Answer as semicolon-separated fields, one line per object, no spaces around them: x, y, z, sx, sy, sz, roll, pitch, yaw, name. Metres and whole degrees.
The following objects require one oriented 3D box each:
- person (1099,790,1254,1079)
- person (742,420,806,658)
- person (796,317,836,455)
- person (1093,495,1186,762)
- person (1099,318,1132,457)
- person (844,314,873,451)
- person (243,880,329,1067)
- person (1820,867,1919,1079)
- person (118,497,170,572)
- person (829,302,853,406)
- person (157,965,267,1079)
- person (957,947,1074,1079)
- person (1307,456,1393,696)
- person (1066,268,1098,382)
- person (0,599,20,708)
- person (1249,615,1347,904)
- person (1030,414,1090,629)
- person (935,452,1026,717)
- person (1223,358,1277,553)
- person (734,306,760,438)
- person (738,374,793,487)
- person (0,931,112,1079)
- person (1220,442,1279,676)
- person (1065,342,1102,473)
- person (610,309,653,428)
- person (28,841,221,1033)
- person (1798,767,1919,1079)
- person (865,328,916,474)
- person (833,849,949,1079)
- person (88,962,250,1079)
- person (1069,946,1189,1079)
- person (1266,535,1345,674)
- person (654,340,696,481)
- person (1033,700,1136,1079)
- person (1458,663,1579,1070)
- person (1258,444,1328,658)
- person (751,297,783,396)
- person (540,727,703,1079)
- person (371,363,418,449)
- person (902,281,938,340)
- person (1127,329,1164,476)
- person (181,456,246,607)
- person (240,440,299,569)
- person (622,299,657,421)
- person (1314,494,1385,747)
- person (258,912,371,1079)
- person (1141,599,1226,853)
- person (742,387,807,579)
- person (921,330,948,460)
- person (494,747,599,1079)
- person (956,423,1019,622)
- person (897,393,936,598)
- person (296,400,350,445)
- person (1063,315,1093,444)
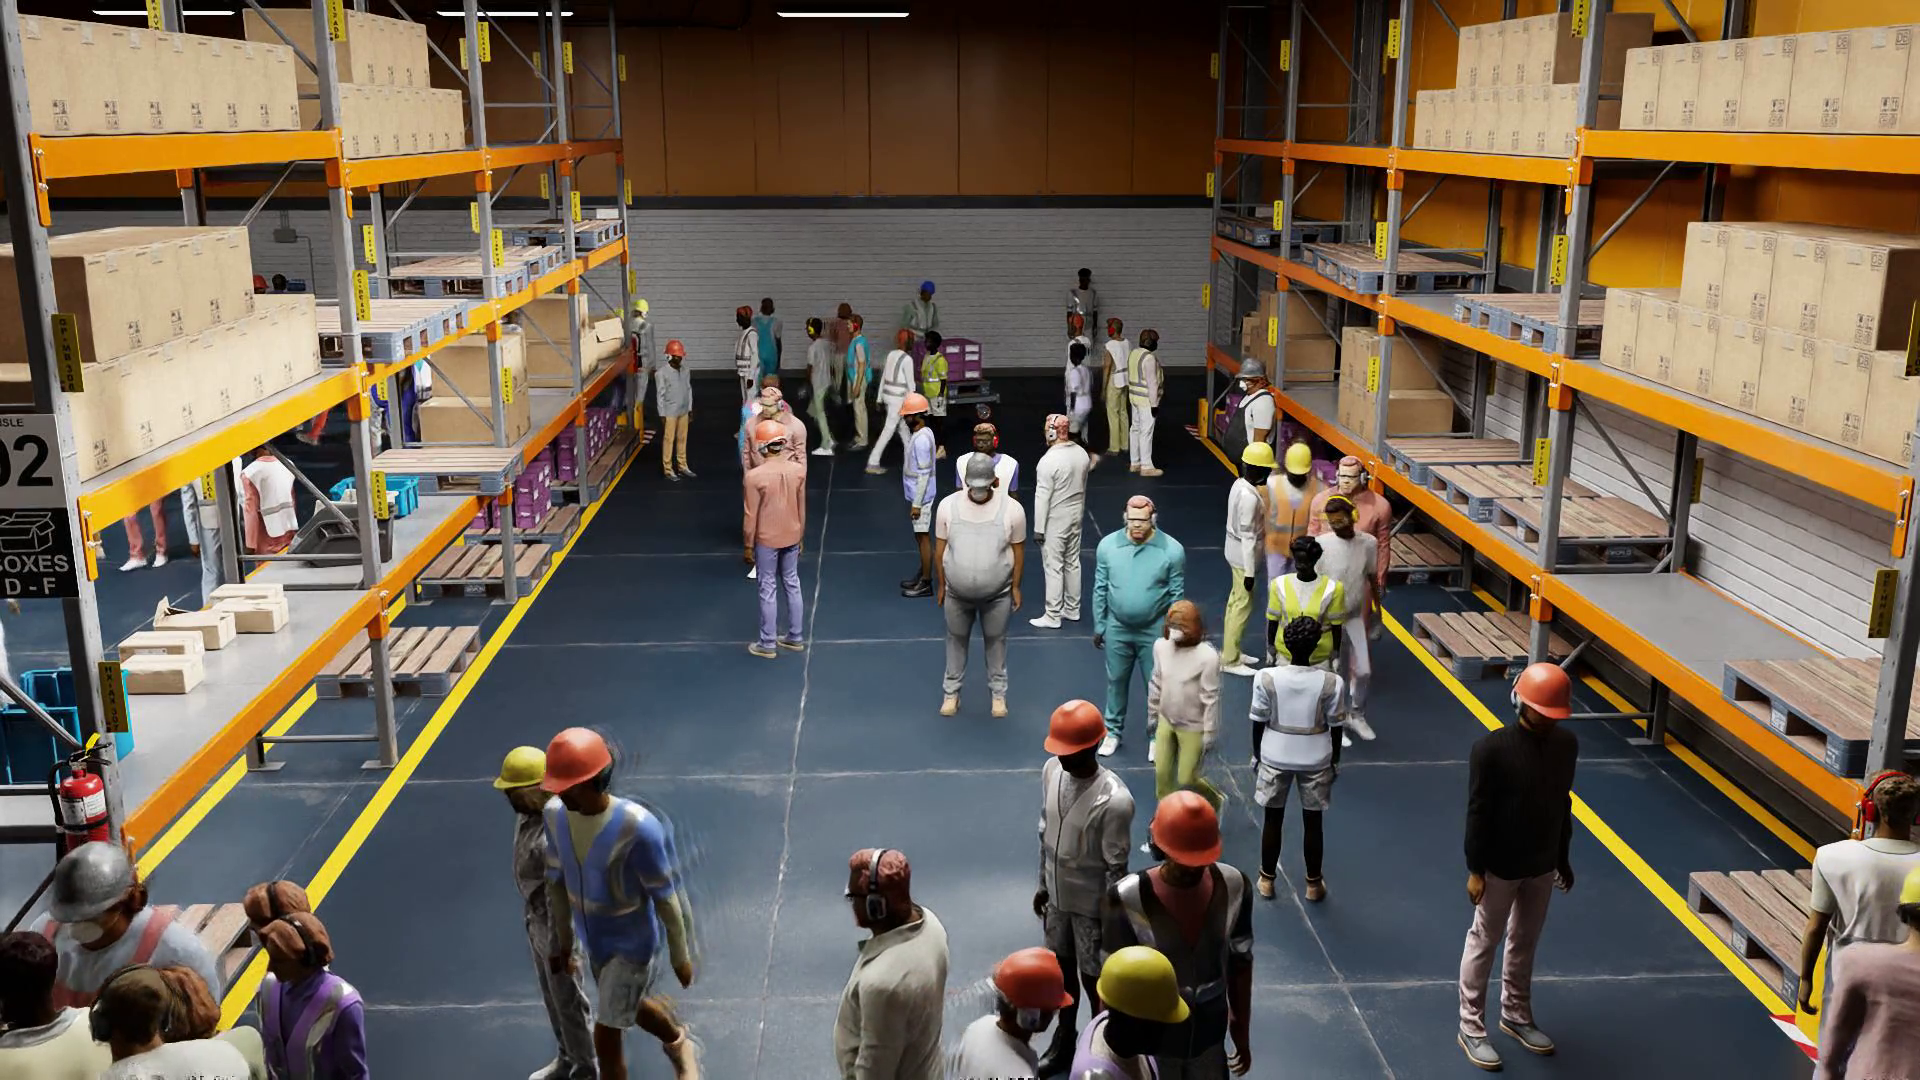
0.830;1.893;6.323;0.612;2.030;0.410;-4;15;-15;person
-1.556;-0.013;13.884;0.615;1.987;0.407;-14;20;-43;person
-1.904;-2.028;22.081;0.488;1.843;0.488;4;15;16;person
1.237;0.614;11.601;0.650;1.899;0.399;4;15;17;person
2.088;-2.026;22.093;0.389;1.836;0.565;12;18;38;person
-1.373;-2.127;22.455;0.390;1.846;0.565;-2;14;-9;person
-2.527;2.069;6.418;0.314;1.632;0.525;-6;15;-22;person
3.536;2.054;6.237;0.549;1.745;0.411;10;17;34;person
-8.115;-0.629;16.458;0.619;1.905;0.631;1;14;2;person
-1.803;-2.888;25.917;0.503;1.614;0.673;1;14;4;person
-2.614;2.238;5.769;0.305;1.622;0.501;11;18;38;person
0.168;2.205;5.686;0.433;1.723;0.579;-5;15;-20;person
2.980;0.283;12.874;0.648;1.907;0.401;6;15;21;person
2.071;-3.621;28.114;0.599;1.958;0.384;-7;16;-24;person
-7.386;0.417;12.402;0.597;1.885;0.348;-10;17;-34;person
1.917;1.252;9.490;0.541;1.696;0.315;3;15;12;person
0.859;-0.168;14.664;0.399;1.901;0.644;12;18;38;person
0.140;0.332;12.414;0.675;2.000;0.537;2;14;6;person
2.988;-0.885;17.193;0.537;2.000;0.683;0;14;-1;person
-2.957;-2.310;23.101;0.355;1.885;0.575;-6;15;-22;person
-2.043;-0.831;17.466;0.661;1.804;0.627;-8;17;-30;person
-2.916;2.176;5.441;0.383;1.912;0.586;9;17;33;person
2.329;0.146;13.412;0.399;1.915;0.583;1;14;4;person
1.537;-1.626;20.816;0.452;1.677;0.558;5;15;19;person
-4.758;-2.455;23.942;0.719;1.745;0.530;-2;14;-7;person
-3.013;1.965;6.005;0.735;2.000;0.547;1;14;5;person
3.778;1.846;6.886;0.560;1.836;0.395;5;15;17;person
-0.816;-1.767;21.118;1.009;1.826;0.614;-8;16;-27;person
-0.263;2.021;6.081;0.398;1.899;0.653;3;15;13;person
-2.508;2.240;5.238;0.844;1.887;0.651;11;18;38;person
0.521;2.185;5.398;0.392;1.915;0.592;3;15;11;person
2.347;0.779;11.372;0.538;1.686;0.322;6;15;21;person
-3.515;-1.613;20.645;0.350;1.744;0.565;10;17;33;person
0.530;1.629;7.563;0.390;1.926;0.550;-11;18;-36;person
2.656;1.520;7.865;0.611;1.985;0.393;-6;15;-22;person
2.704;0.095;13.725;0.629;1.846;1.023;0;14;1;person
-2.908;-2.718;24.896;0.527;1.808;0.985;1;14;3;person
-1.436;1.693;7.227;0.634;1.991;0.989;10;17;35;person
-6.976;-1.735;20.529;0.535;2.000;0.683;-3;15;-12;person
-0.633;-3.162;26.430;0.942;1.887;0.625;14;20;43;person
2.342;-1.733;20.936;0.429;1.837;0.621;-5;15;-19;person
-6.405;-0.092;14.353;0.405;1.909;0.597;8;17;30;person
-5.864;-0.050;14.191;0.412;1.907;0.596;4;15;14;person
-4.764;-2.654;24.656;0.629;1.789;0.563;9;17;31;person
2.765;0.572;11.873;0.553;1.845;0.368;-1;14;-5;person
-2.362;2.131;6.173;0.531;1.631;0.315;8;16;29;person
1.389;1.121;10.164;0.512;1.618;0.523;-13;19;-41;person
-1.809;-0.543;16.135;0.639;1.901;0.402;3;15;13;person
-0.349;-1.911;21.906;0.315;1.695;0.541;-7;16;-27;person
-1.863;1.744;7.492;0.361;1.735;0.484;-7;16;-27;person
0.233;-0.131;14.620;0.569;1.843;0.374;3;15;12;person
-0.400;-0.423;15.589;0.359;1.936;0.544;0;14;-2;person
-8.645;-2.265;22.829;0.919;1.948;0.632;1;14;2;person
1.558;-2.052;22.102;0.359;1.876;0.589;8;16;28;person
